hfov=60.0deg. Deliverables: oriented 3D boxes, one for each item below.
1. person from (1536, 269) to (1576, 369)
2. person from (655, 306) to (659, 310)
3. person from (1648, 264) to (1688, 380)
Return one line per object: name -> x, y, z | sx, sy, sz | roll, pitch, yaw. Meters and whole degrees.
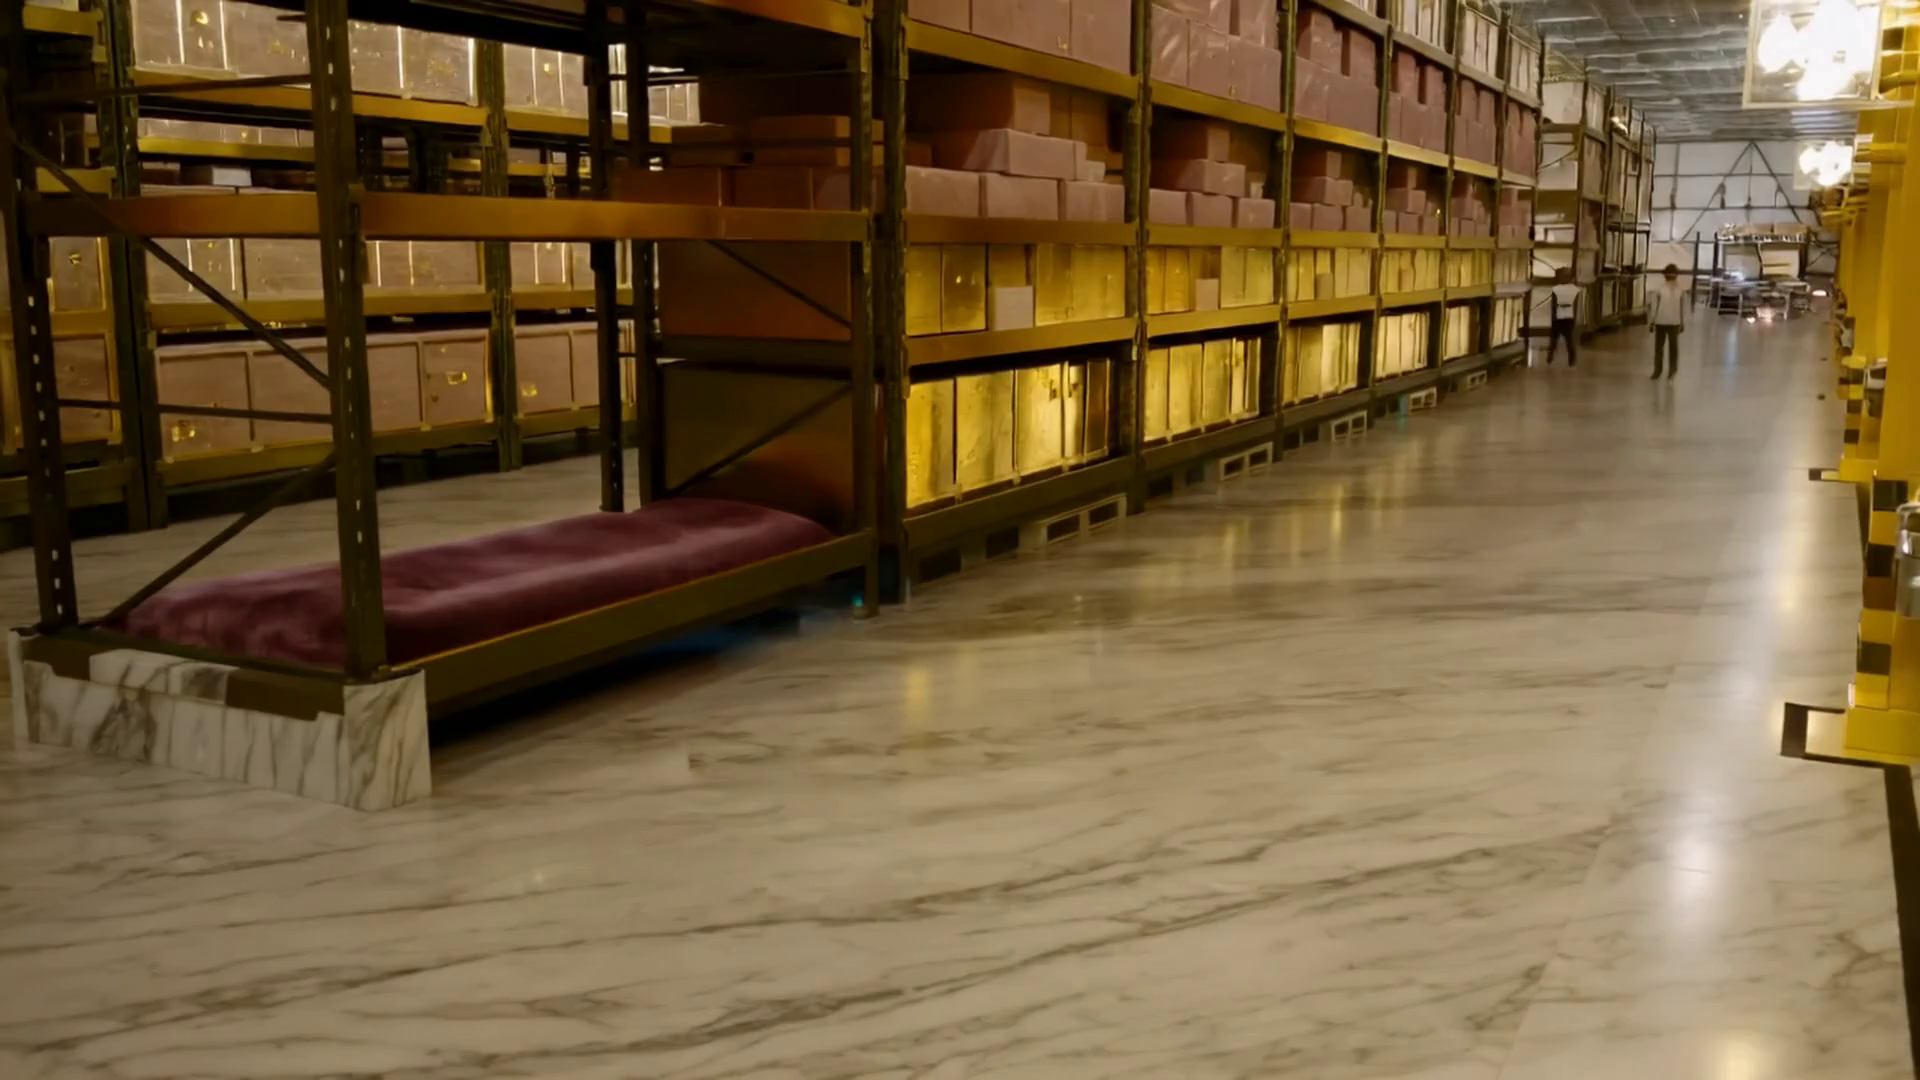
person -> 11.364, -4.190, 31.534 | 0.641, 1.860, 0.964 | -3, 10, -18
person -> -4.515, -3.196, 26.200 | 0.531, 1.720, 0.810 | 5, 11, 27
person -> 12.144, -3.728, 28.529 | 0.624, 1.990, 0.400 | -1, 10, -8
